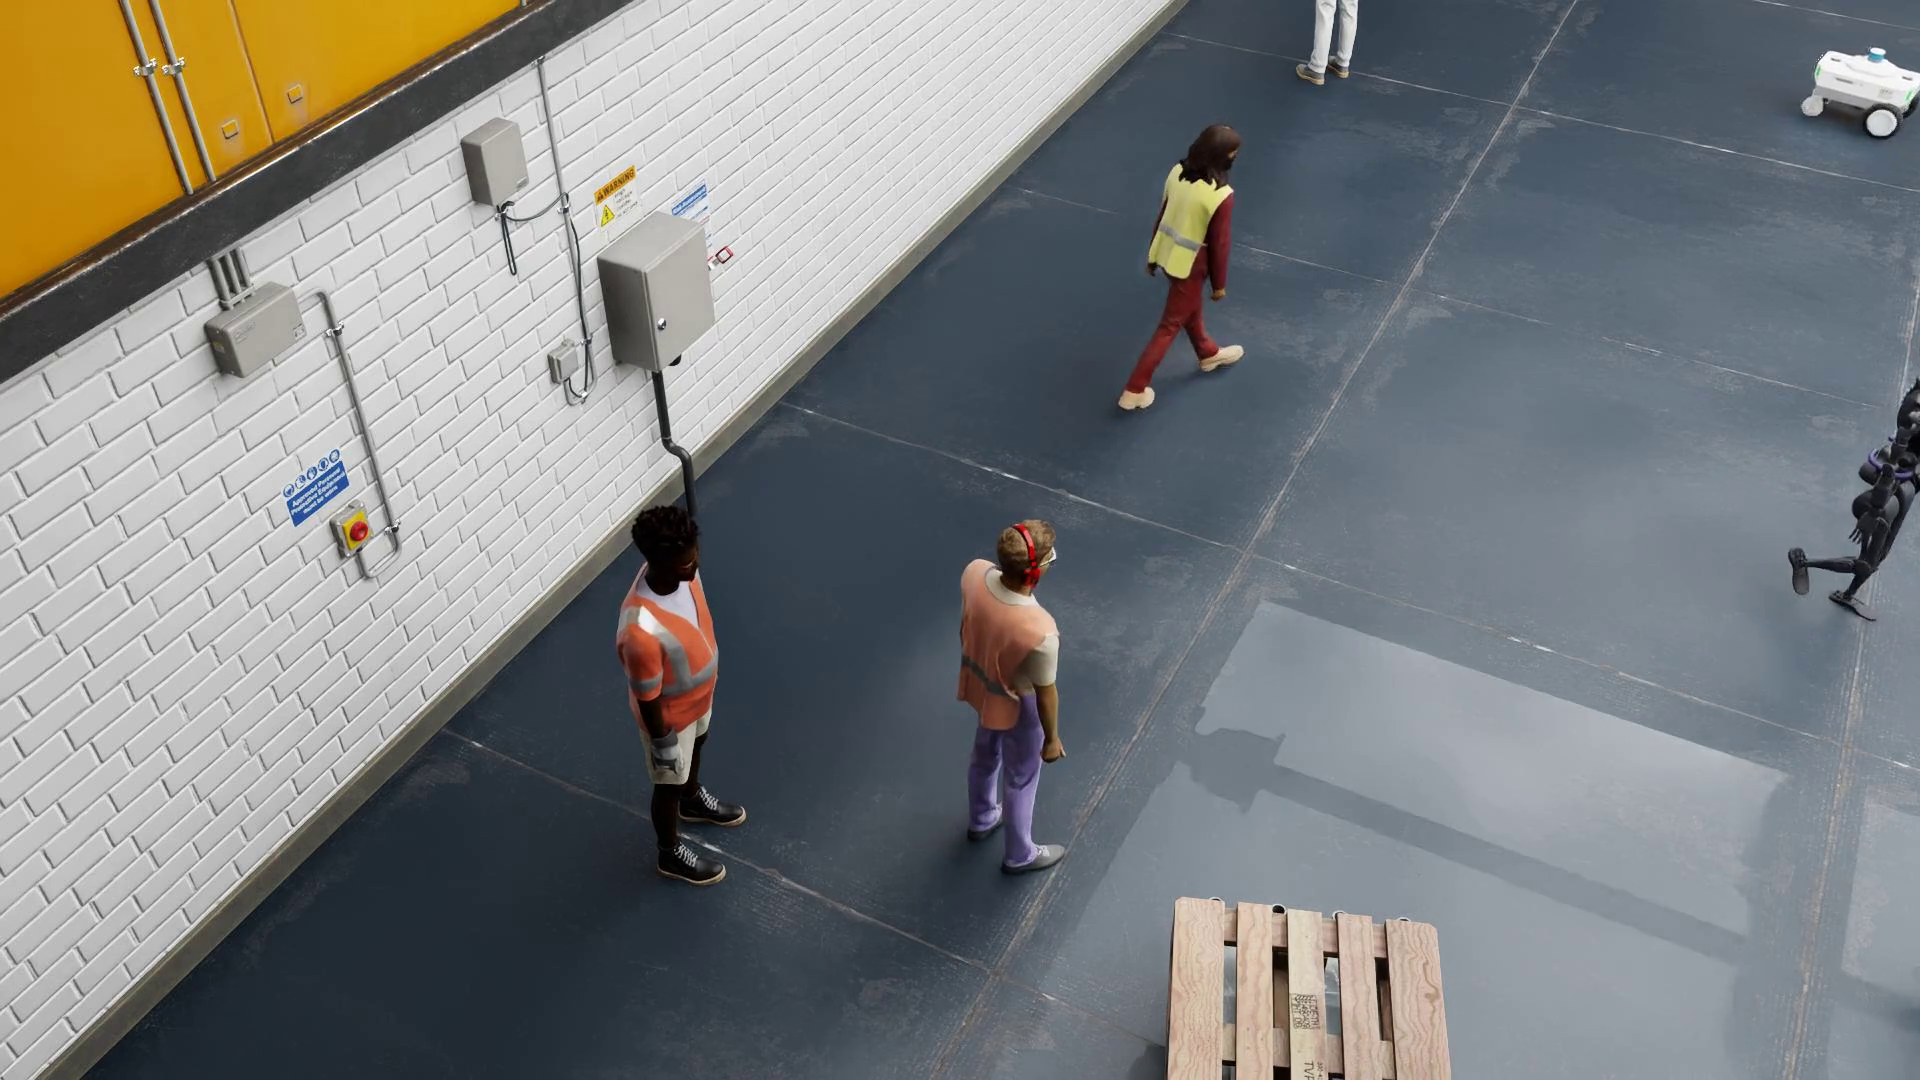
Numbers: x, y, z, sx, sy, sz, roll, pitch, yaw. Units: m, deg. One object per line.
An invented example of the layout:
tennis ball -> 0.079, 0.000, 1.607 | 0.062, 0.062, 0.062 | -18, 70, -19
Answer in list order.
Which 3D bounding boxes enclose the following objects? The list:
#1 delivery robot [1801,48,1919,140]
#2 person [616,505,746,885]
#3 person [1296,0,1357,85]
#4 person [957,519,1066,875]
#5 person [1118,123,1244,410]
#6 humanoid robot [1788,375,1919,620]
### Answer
delivery robot -> 6.853, -3.407, 12.576 | 0.806, 0.604, 0.499 | 27, 48, 28
person -> -1.152, 0.633, 6.818 | 0.381, 1.957, 0.600 | 7, 41, 8
person -> 2.915, -4.436, 12.745 | 0.585, 1.882, 0.343 | -18, 44, -20
person -> 0.200, 0.670, 6.854 | 0.372, 1.842, 0.568 | -25, 46, -26
person -> 1.297, -1.569, 9.548 | 0.952, 1.720, 0.505 | -20, 44, -21
humanoid robot -> 4.528, -0.313, 8.131 | 0.615, 1.644, 0.479 | -28, 48, -29
